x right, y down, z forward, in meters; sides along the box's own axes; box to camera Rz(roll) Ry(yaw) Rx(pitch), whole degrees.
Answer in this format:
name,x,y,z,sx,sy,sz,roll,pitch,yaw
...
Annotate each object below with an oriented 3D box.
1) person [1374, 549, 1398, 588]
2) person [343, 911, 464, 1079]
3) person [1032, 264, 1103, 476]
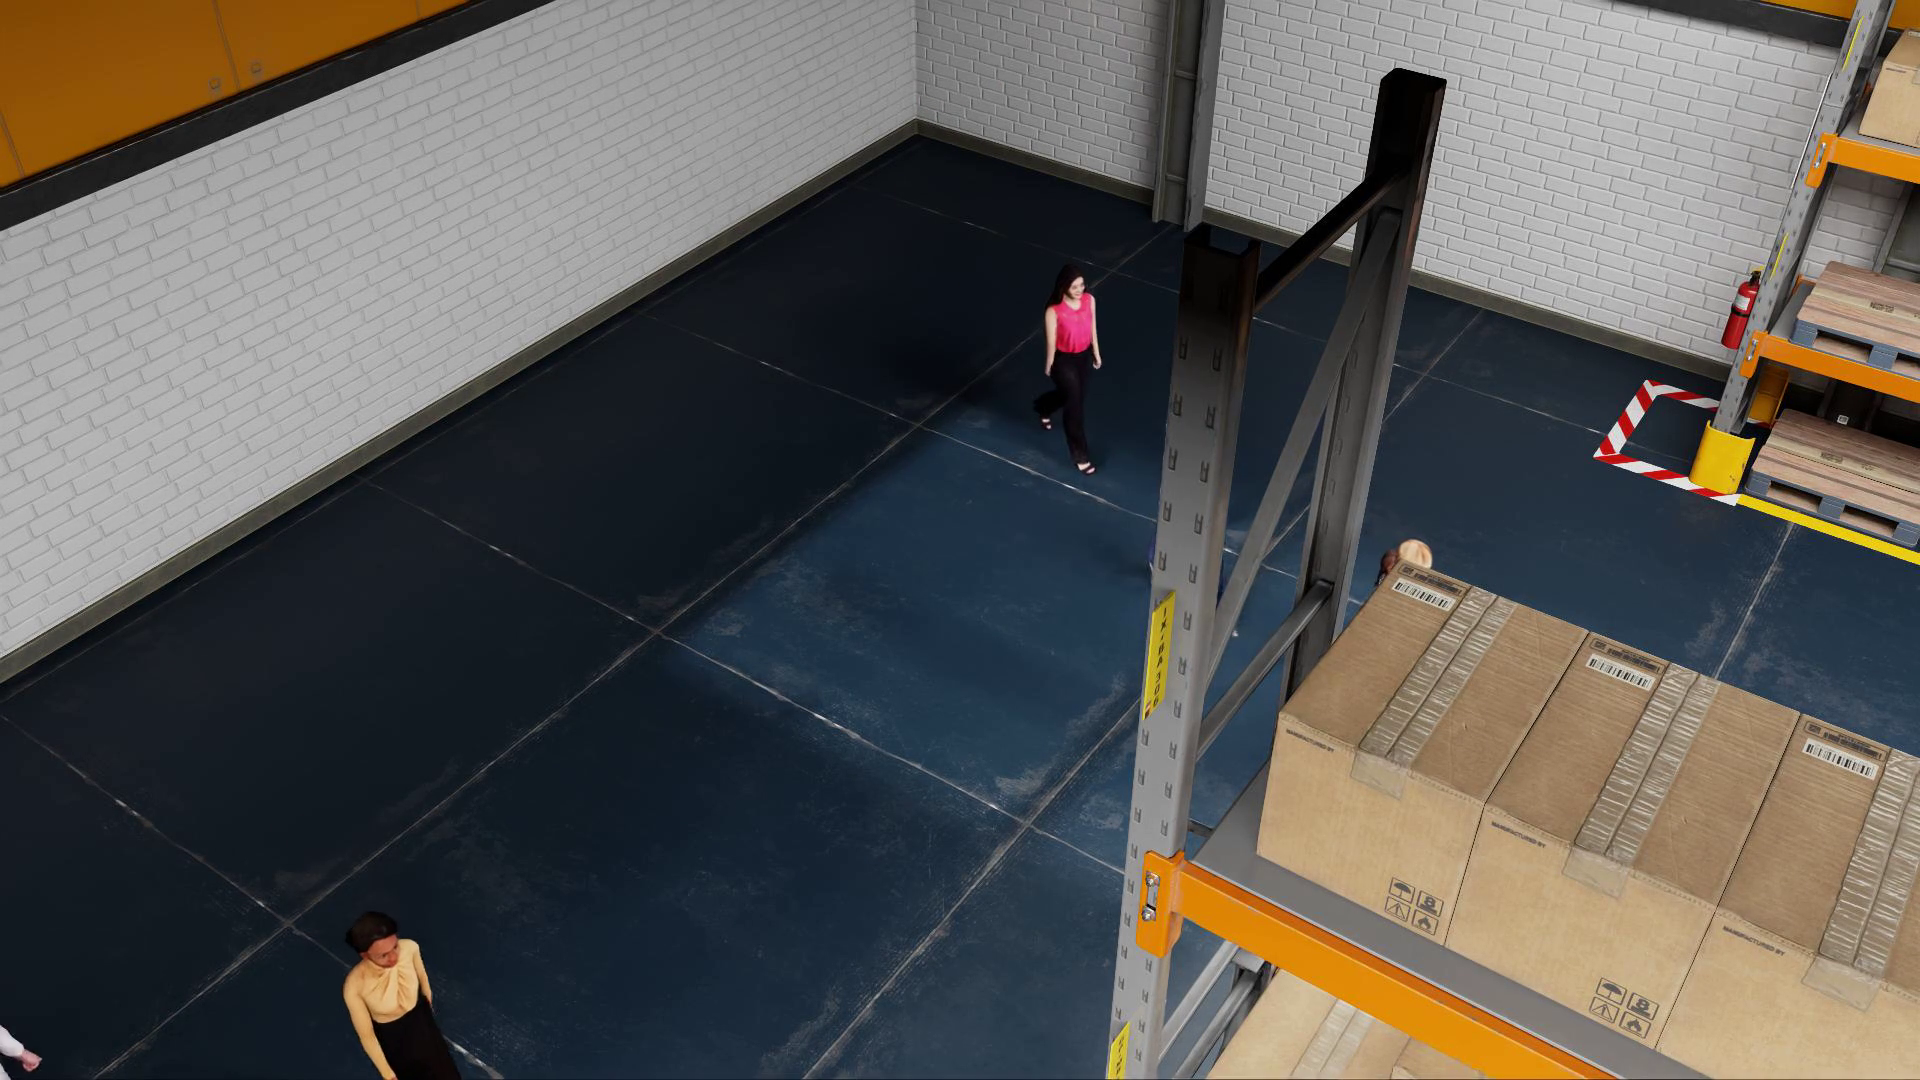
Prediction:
name,x,y,z,sx,sy,sz,roll,pitch,yaw
person,2.670,0.467,10.637,0.628,1.013,0.547,5,39,7
person,-2.698,2.282,7.872,0.678,1.627,0.959,-31,48,-33
person,0.785,-1.338,12.403,0.784,1.631,1.118,-28,46,-30
